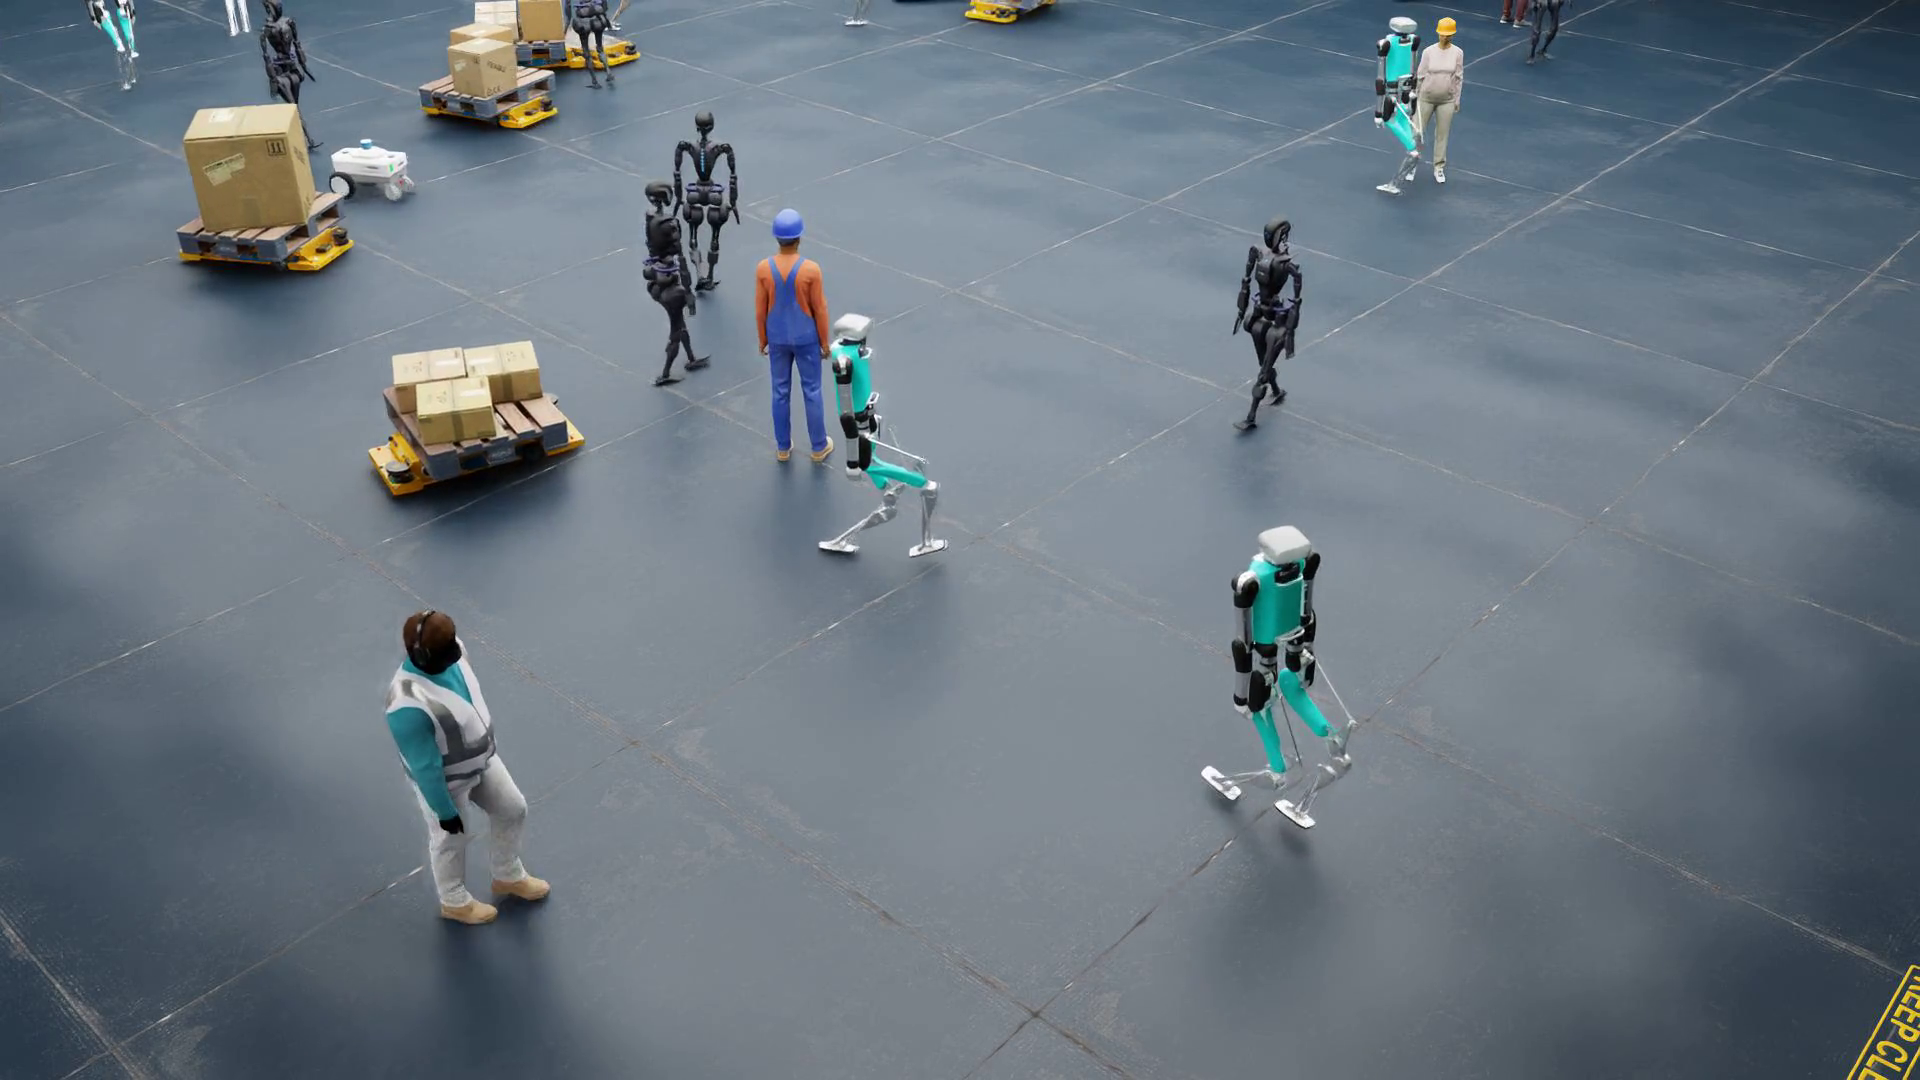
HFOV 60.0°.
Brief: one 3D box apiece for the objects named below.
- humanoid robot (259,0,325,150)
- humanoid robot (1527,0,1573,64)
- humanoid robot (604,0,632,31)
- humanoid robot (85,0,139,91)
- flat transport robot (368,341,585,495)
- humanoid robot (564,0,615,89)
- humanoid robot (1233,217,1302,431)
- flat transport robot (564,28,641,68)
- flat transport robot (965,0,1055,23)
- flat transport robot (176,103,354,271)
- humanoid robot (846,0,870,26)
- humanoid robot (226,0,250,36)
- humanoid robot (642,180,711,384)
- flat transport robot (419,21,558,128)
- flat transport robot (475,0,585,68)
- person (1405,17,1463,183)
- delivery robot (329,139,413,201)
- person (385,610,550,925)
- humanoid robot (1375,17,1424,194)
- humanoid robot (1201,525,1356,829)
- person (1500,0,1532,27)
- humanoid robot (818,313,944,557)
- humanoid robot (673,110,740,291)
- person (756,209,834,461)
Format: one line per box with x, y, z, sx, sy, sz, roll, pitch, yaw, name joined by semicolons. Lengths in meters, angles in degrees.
-7.225;-5.056;17.992;0.735;1.629;0.608;12;34;19;humanoid robot
7.364;-6.820;20.804;0.604;1.643;0.418;-11;33;-17;humanoid robot
-4.566;-7.535;21.769;0.735;1.677;0.533;0;32;-1;humanoid robot
-10.046;-6.225;19.809;0.535;1.763;0.882;-21;37;-29;humanoid robot
-3.582;-0.724;12.319;1.431;0.231;0.659;-18;36;-27;flat transport robot
-4.452;-6.254;19.893;0.612;1.650;0.345;-24;39;-34;humanoid robot
2.336;-1.660;12.535;0.775;1.626;0.600;-24;39;-34;humanoid robot
-4.836;-6.305;21.307;1.431;0.231;0.659;21;38;30;flat transport robot
0.720;-7.489;23.214;0.659;0.231;1.431;18;36;26;flat transport robot
-6.516;-2.790;15.647;1.431;0.231;0.659;7;32;11;flat transport robot
-1.440;-7.732;22.220;0.795;1.771;0.531;13;34;20;humanoid robot
-9.734;-7.619;22.005;0.544;1.771;0.652;-5;32;-7;humanoid robot
-2.267;-2.045;13.137;0.527;1.649;0.588;-23;39;-32;humanoid robot
-5.440;-5.020;19.238;1.431;0.231;0.659;15;35;23;flat transport robot
-5.462;-6.117;21.003;1.431;0.231;0.659;-7;33;-11;flat transport robot
4.892;-4.513;17.073;0.482;1.694;0.335;5;32;8;person
-6.021;-3.788;16.978;0.793;0.590;0.499;7;33;11;delivery robot
-2.315;1.106;7.901;0.644;1.820;0.648;5;32;8;person
4.471;-4.240;16.600;0.546;1.805;0.774;-19;37;-28;humanoid robot
1.698;0.789;8.500;0.539;1.765;0.922;-20;37;-29;humanoid robot
7.599;-7.826;22.301;0.380;1.805;0.551;-15;35;-23;person
-0.419;-0.605;10.790;1.036;1.774;0.542;4;32;7;humanoid robot
-2.248;-2.956;14.594;0.605;1.633;0.460;1;32;1;humanoid robot
-1.186;-1.449;11.933;0.530;1.906;0.369;4;32;6;person
